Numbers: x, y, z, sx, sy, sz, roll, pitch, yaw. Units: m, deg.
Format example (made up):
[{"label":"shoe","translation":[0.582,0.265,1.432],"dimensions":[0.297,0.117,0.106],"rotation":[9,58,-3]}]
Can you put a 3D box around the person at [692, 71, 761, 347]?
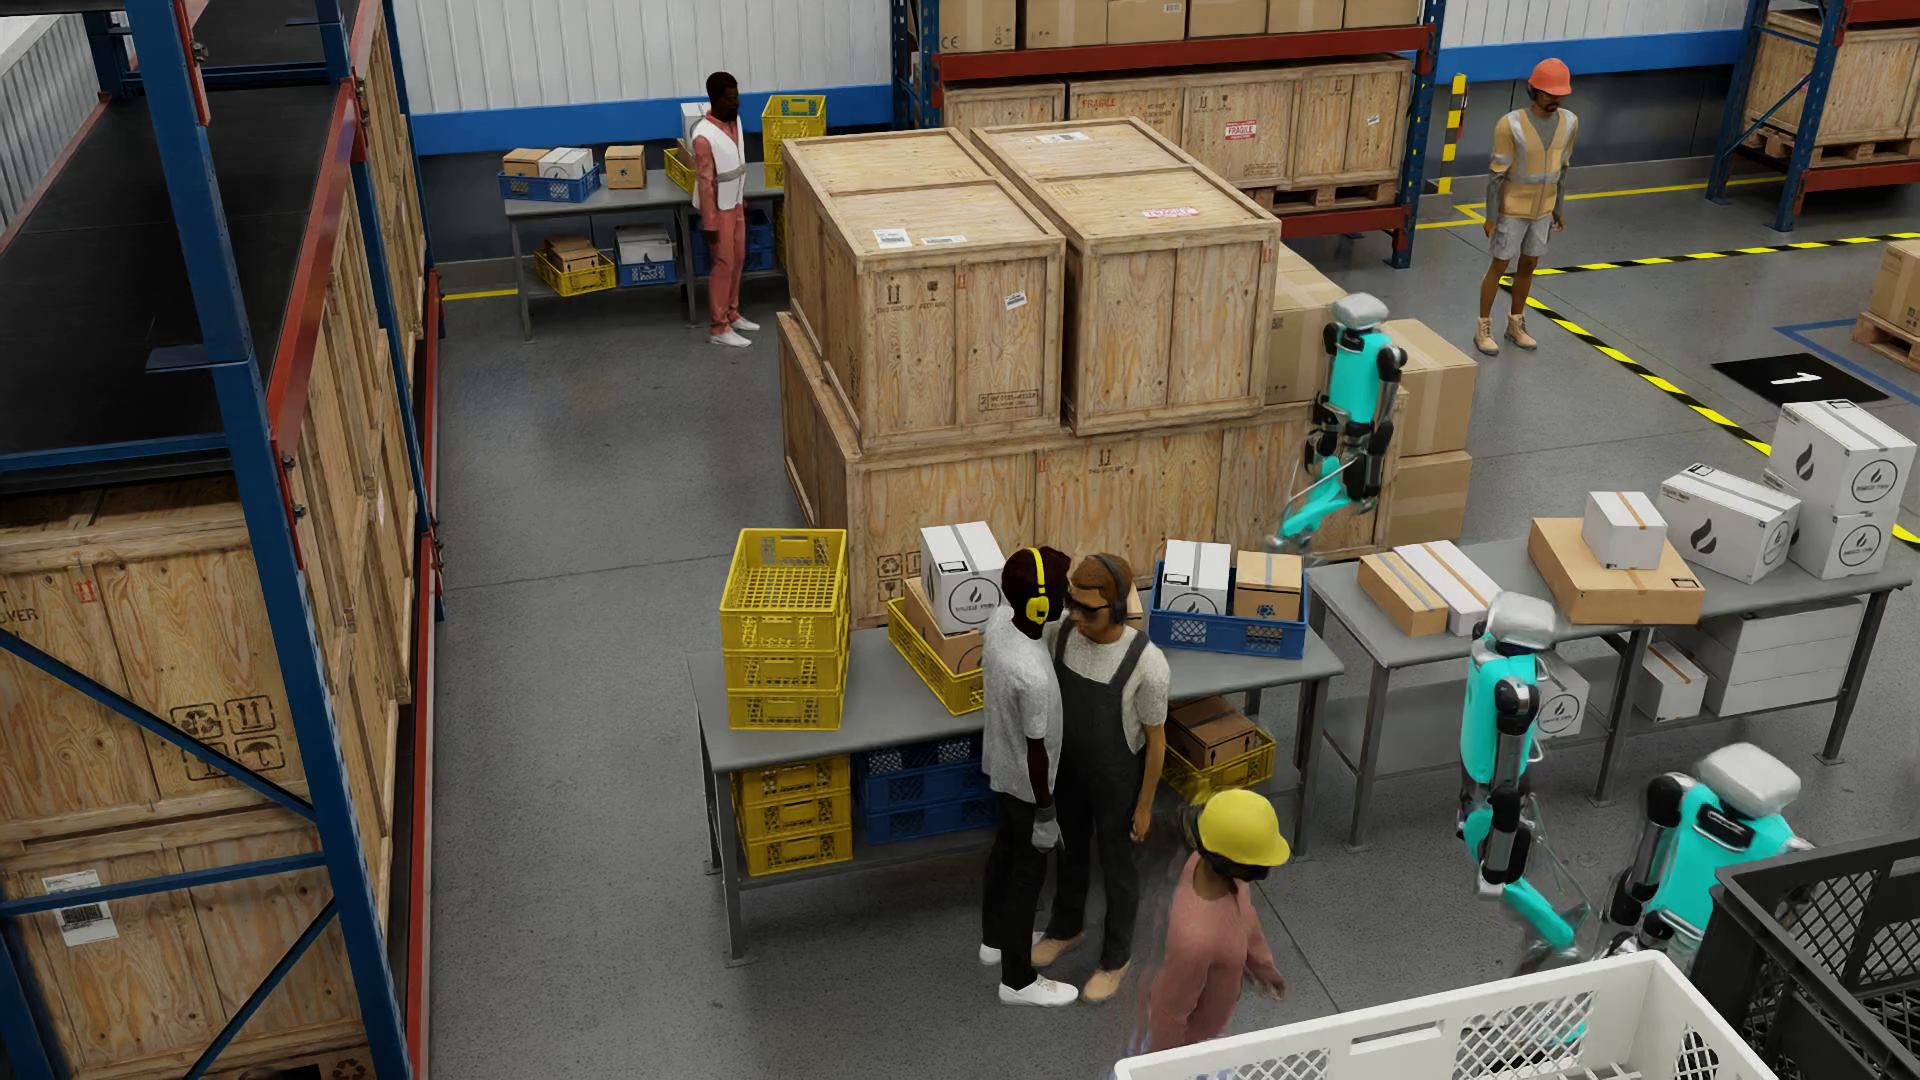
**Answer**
[{"label":"person","translation":[-1.650,-2.313,11.612],"dimensions":[0.405,1.912,0.593],"rotation":[8,30,13]}]

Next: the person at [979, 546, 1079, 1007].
[{"label":"person","translation":[0.244,0.848,5.920],"dimensions":[0.316,1.866,0.529],"rotation":[-8,30,-14]}]

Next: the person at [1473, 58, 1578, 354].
[{"label":"person","translation":[3.891,-2.268,11.397],"dimensions":[0.613,2.040,0.378],"rotation":[-8,30,-14]}]

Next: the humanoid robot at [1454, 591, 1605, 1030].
[{"label":"humanoid robot","translation":[2.019,1.062,5.791],"dimensions":[0.738,1.909,0.564],"rotation":[2,29,4]}]

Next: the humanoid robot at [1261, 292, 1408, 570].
[{"label":"humanoid robot","translation":[1.735,-0.322,8.216],"dimensions":[1.038,1.754,0.551],"rotation":[-13,31,-22]}]

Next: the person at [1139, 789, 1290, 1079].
[{"label":"person","translation":[0.814,1.449,4.985],"dimensions":[0.927,1.717,0.547],"rotation":[7,30,12]}]

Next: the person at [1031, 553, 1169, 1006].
[{"label":"person","translation":[0.479,0.849,5.941],"dimensions":[0.512,1.843,0.328],"rotation":[22,36,34]}]

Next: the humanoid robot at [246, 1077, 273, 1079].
[{"label":"humanoid robot","translation":[-1.647,1.930,4.156],"dimensions":[0.389,1.634,0.591],"rotation":[17,33,28]}]

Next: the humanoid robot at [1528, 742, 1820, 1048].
[{"label":"humanoid robot","translation":[1.995,1.479,4.971],"dimensions":[1.026,1.763,0.538],"rotation":[-20,34,-31]}]
